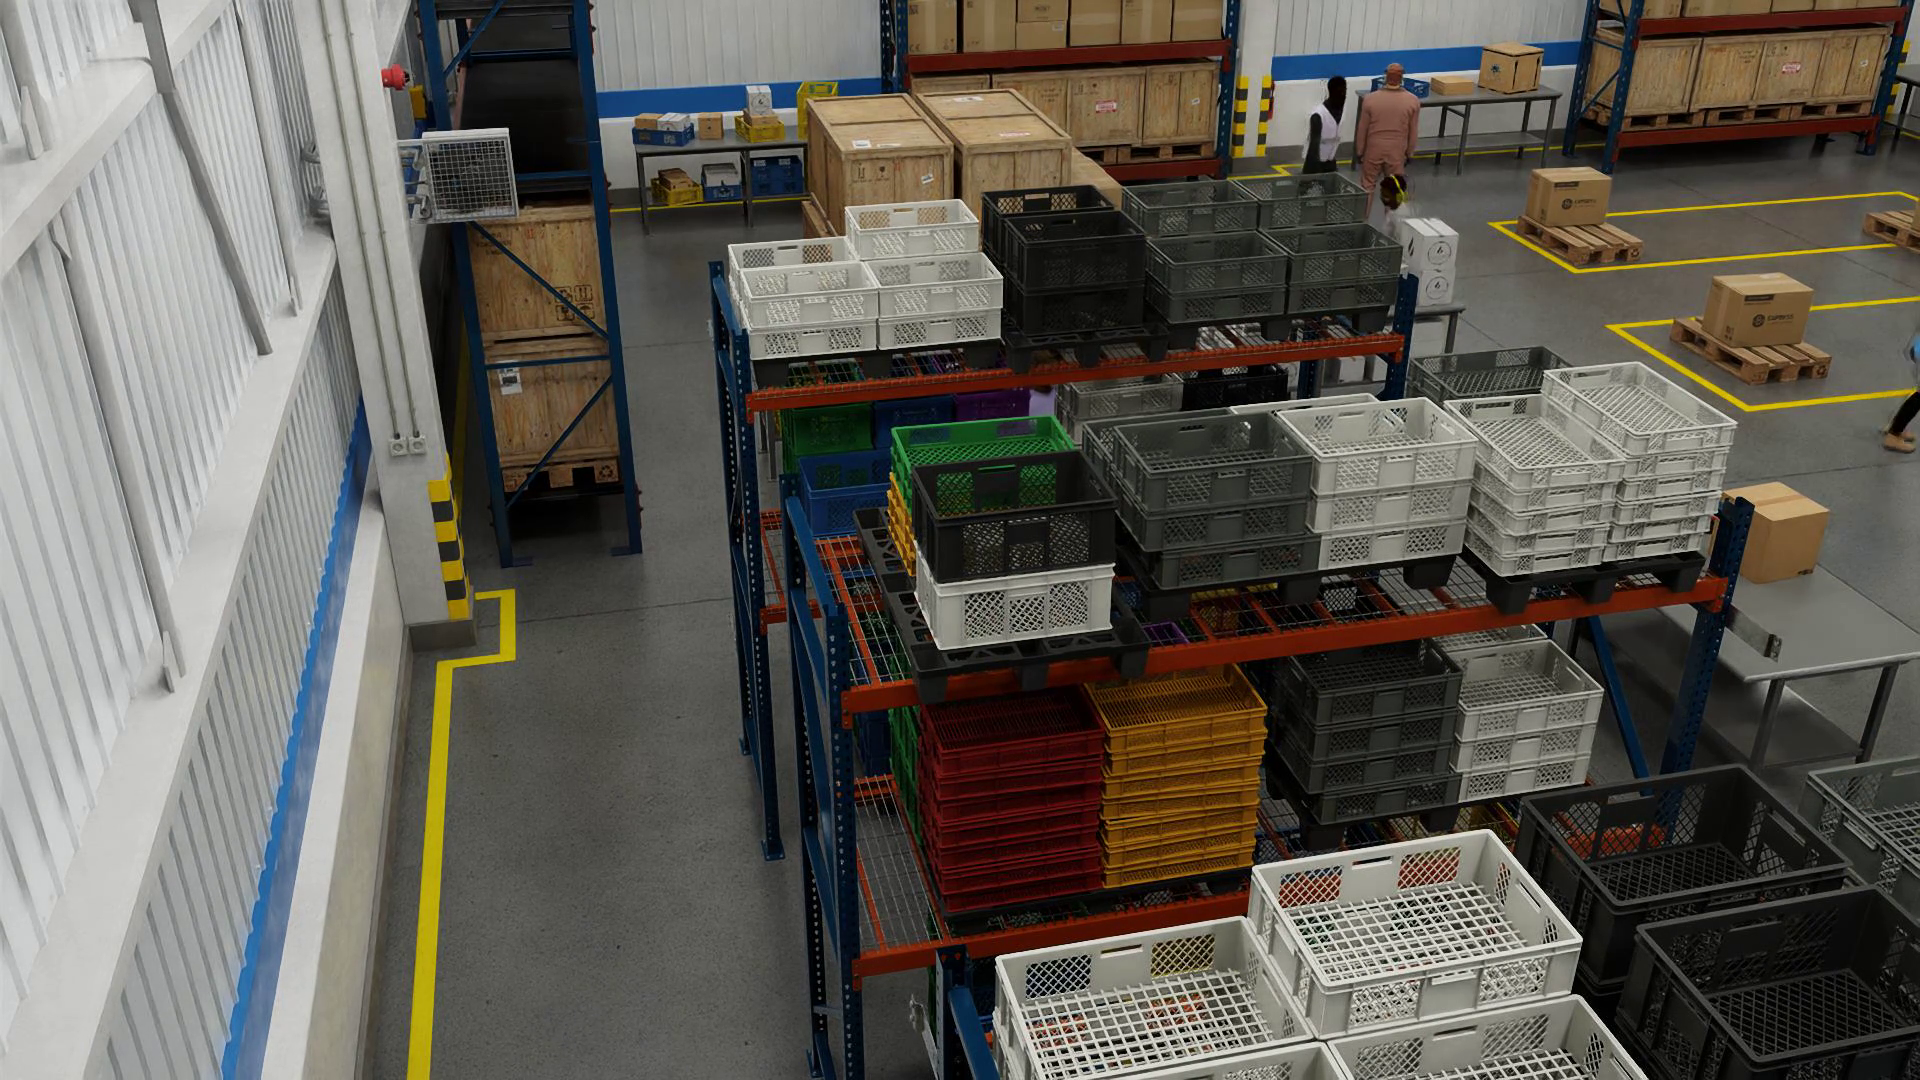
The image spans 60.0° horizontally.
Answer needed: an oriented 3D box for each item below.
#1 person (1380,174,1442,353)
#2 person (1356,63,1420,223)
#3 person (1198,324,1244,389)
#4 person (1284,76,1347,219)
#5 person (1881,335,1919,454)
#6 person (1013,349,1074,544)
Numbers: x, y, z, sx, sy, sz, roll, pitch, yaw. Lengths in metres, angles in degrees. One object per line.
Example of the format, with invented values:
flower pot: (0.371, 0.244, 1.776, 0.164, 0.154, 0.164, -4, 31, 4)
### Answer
person: (3.944, -2.416, 14.963, 0.954, 1.819, 0.563, 10, 29, 18)
person: (4.729, -4.336, 18.515, 0.654, 1.900, 0.397, 4, 28, 8)
person: (2.008, -1.343, 12.862, 0.350, 1.877, 0.576, 0, 28, 1)
person: (3.953, -4.148, 18.205, 0.600, 1.861, 1.024, -23, 35, -36)
person: (7.798, -1.461, 13.293, 0.453, 1.660, 0.548, 7, 29, 14)
person: (0.529, -0.392, 10.992, 0.661, 1.938, 0.473, -25, 37, -38)
